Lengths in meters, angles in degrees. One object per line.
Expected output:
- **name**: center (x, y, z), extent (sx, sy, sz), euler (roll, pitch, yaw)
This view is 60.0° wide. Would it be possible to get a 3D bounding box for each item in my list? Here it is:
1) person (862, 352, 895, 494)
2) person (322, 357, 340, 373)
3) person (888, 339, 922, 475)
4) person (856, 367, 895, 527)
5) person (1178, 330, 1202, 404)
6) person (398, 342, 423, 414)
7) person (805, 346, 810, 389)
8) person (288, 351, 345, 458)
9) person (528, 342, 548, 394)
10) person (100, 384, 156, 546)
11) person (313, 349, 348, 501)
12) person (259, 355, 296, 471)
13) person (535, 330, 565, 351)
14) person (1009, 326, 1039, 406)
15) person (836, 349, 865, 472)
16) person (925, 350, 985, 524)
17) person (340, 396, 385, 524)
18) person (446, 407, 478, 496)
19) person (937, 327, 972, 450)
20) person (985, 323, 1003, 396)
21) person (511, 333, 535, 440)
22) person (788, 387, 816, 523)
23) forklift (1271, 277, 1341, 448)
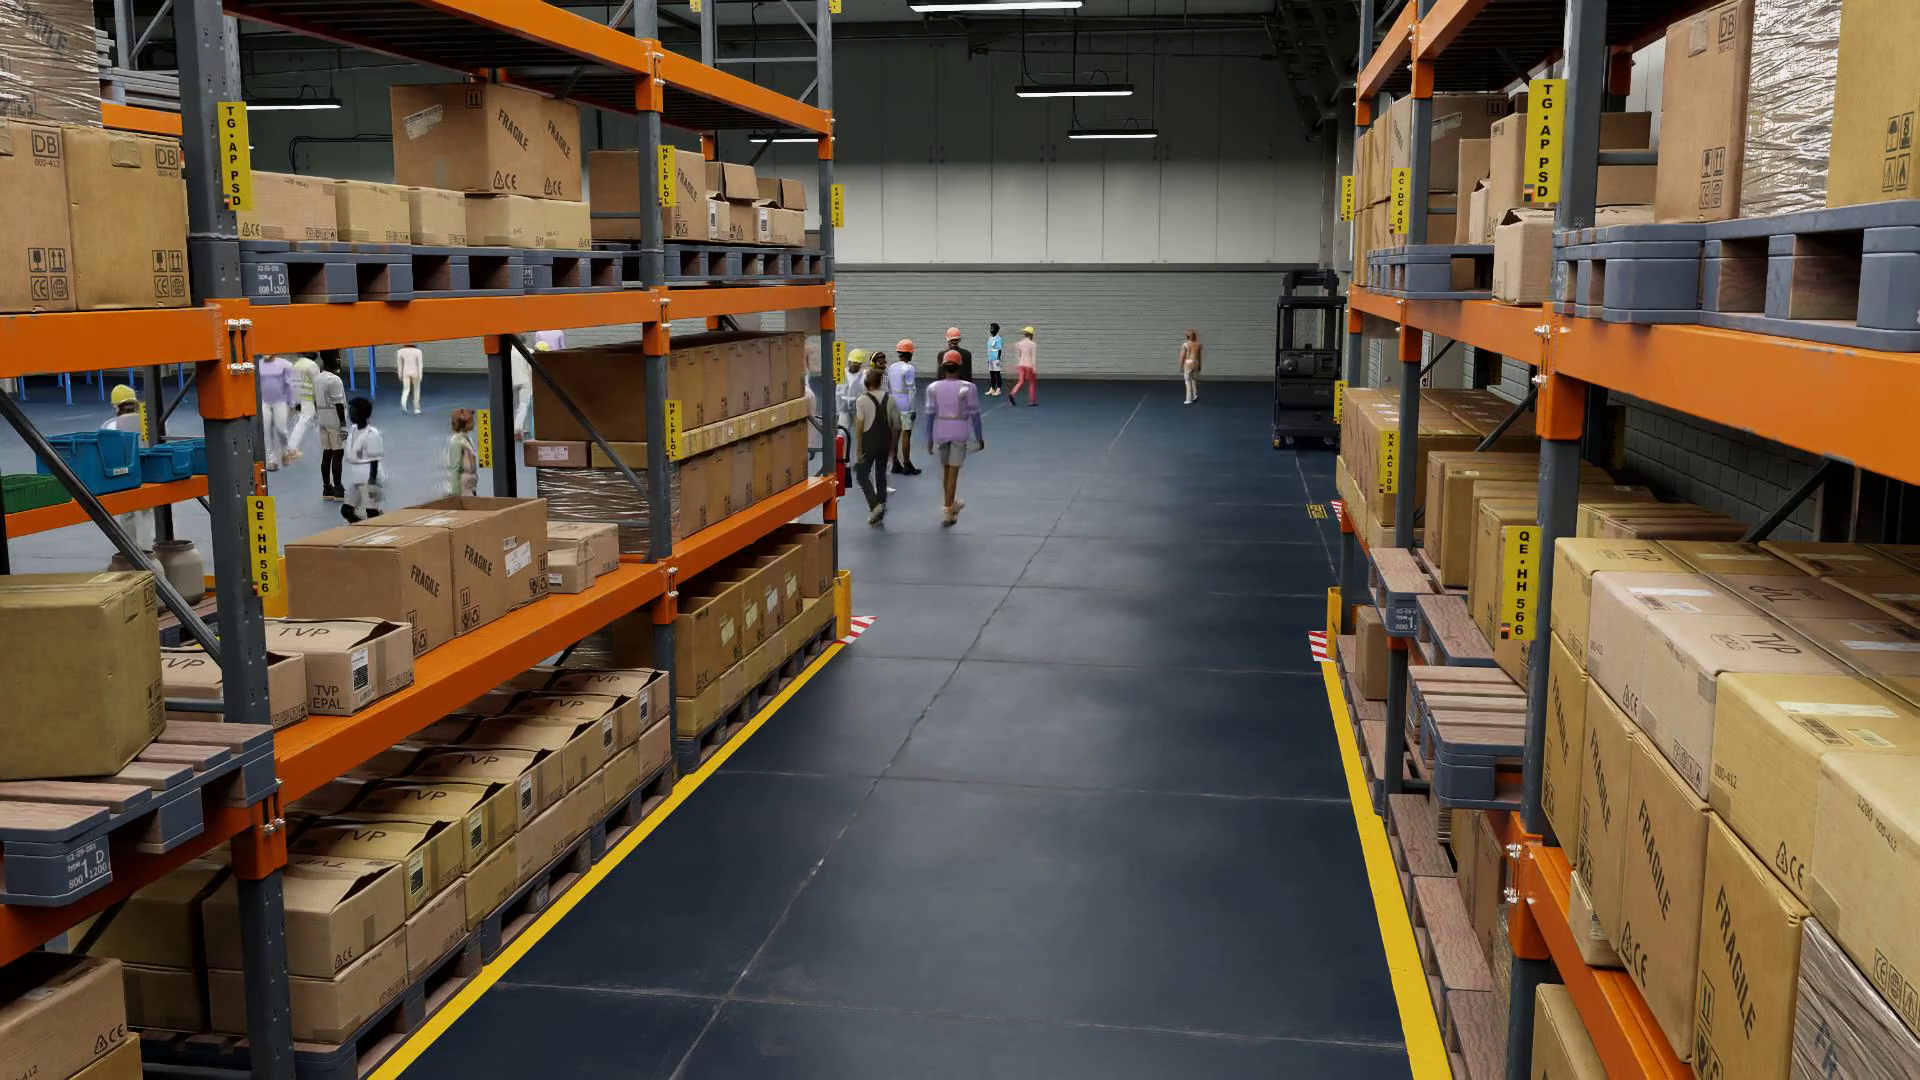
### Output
- **person**: center (-1.061, -1.533, 21.796), extent (0.315, 1.870, 0.532), euler (7, 11, 35)
- **person**: center (-18.085, -5.779, 47.590), extent (0.691, 2.000, 0.536), euler (-8, 13, -42)
- **person**: center (-0.804, -1.924, 23.995), extent (0.377, 1.938, 0.547), euler (-8, 12, -39)
- **person**: center (-0.948, -1.057, 18.982), extent (0.521, 1.831, 0.448), euler (-5, 11, -30)
- **person**: center (5.028, -3.790, 36.426), extent (0.548, 1.625, 0.389), euler (-5, 11, -29)
- **person**: center (-11.211, -3.366, 33.898), extent (0.503, 1.615, 0.640), euler (0, 9, -1)
- **person**: center (-3.261, -3.402, 33.798), extent (0.545, 1.715, 0.925), euler (-7, 12, -38)
- **person**: center (-10.249, -2.204, 26.198), extent (0.972, 1.799, 0.630), euler (-7, 12, -38)
- **person**: center (-6.877, -2.381, 27.374), extent (0.524, 1.760, 0.326), euler (7, 12, 38)
- **person**: center (-8.085, -0.616, 16.309), extent (0.609, 1.812, 0.526), euler (-9, 13, -43)
- **person**: center (-8.004, -1.492, 21.242), extent (0.614, 1.964, 0.361), euler (8, 12, 41)
- **person**: center (-10.078, -1.974, 24.351), extent (0.652, 1.921, 0.438), euler (-1, 9, -5)
- **person**: center (-9.489, -4.247, 38.524), extent (0.653, 1.877, 0.868), euler (-2, 9, -12)
- **person**: center (1.389, -3.744, 35.885), extent (0.526, 1.739, 0.754), euler (7, 12, 38)
- **person**: center (-1.560, -1.843, 23.968), extent (0.614, 1.780, 0.917), euler (2, 10, 15)
- **person**: center (-0.049, -1.218, 19.477), extent (0.627, 1.986, 1.051), euler (4, 10, 21)
- **person**: center (-5.918, -0.580, 16.465), extent (0.560, 1.682, 0.405), euler (9, 13, 43)
- **person**: center (-4.892, -0.488, 16.121), extent (0.712, 1.613, 0.523), euler (-2, 9, -12)
- **person**: center (-0.096, -2.464, 27.148), extent (0.615, 1.997, 0.373), euler (-4, 10, -22)
- **person**: center (0.802, -4.226, 38.927), extent (0.317, 1.700, 0.538), euler (-5, 11, -29)
- **person**: center (-7.640, -2.701, 28.926), extent (0.643, 1.904, 0.959), euler (1, 9, 5)
- **person**: center (-1.971, -1.097, 19.062), extent (0.666, 1.878, 0.450), euler (1, 9, 4)
- **forklift**: center (5.847, -3.016, 27.970), extent (1.129, 2.768, 1.873), euler (1, 9, 9)
